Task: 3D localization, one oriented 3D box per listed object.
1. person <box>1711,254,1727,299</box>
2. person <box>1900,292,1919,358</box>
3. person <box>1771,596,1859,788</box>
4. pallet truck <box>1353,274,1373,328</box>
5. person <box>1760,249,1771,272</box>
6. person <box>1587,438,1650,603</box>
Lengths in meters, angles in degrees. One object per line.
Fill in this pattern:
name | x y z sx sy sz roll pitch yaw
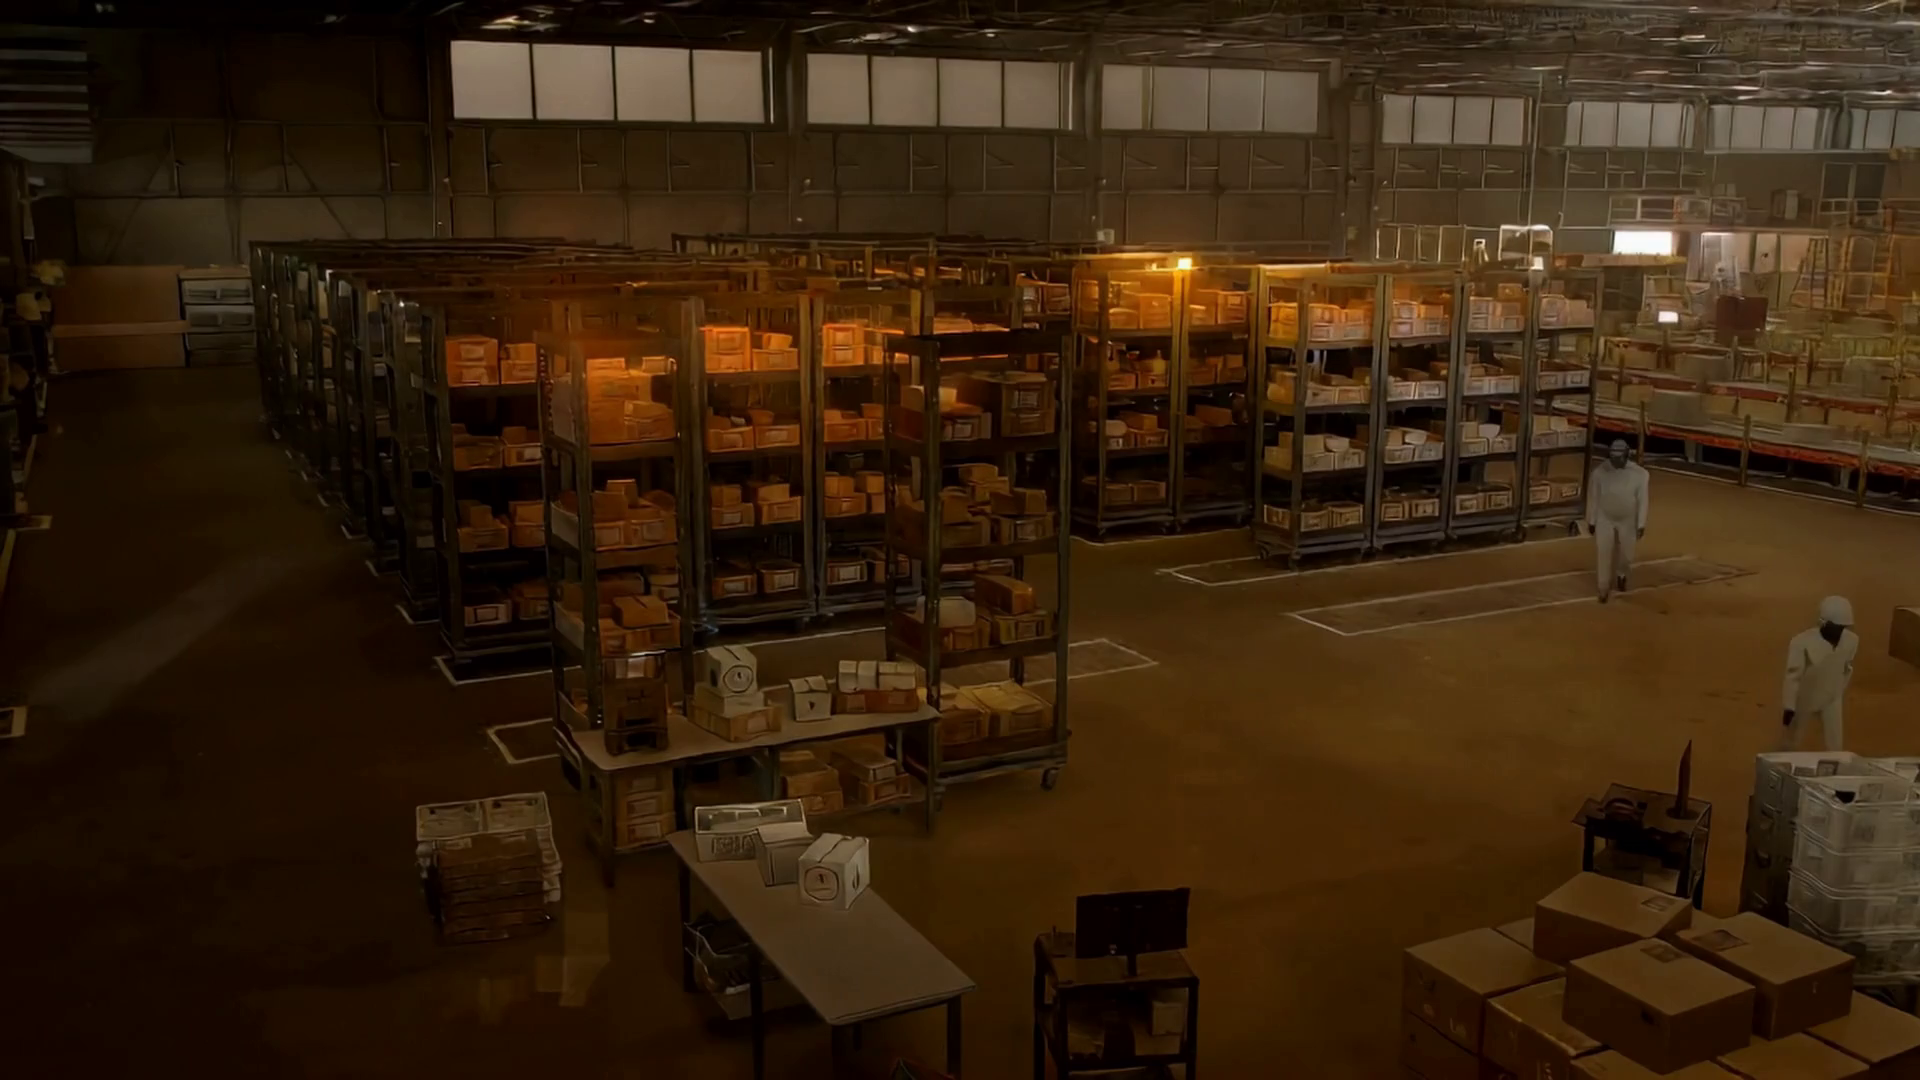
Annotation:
person | 31.363 -10.882 68.748 0.572 1.887 0.356 6 14 27
person | 25.595 -5.750 44.798 0.514 1.866 0.329 8 15 34
person | 6.514 1.221 12.620 0.587 1.680 0.866 -1 12 -6
pallet truck | 13.011 -8.050 55.243 0.823 1.965 1.885 -7 14 -28
person | 35.171 -11.743 72.682 0.382 1.928 0.587 5 13 23
person | 7.480 -0.236 18.951 0.655 1.883 0.537 5 13 22
